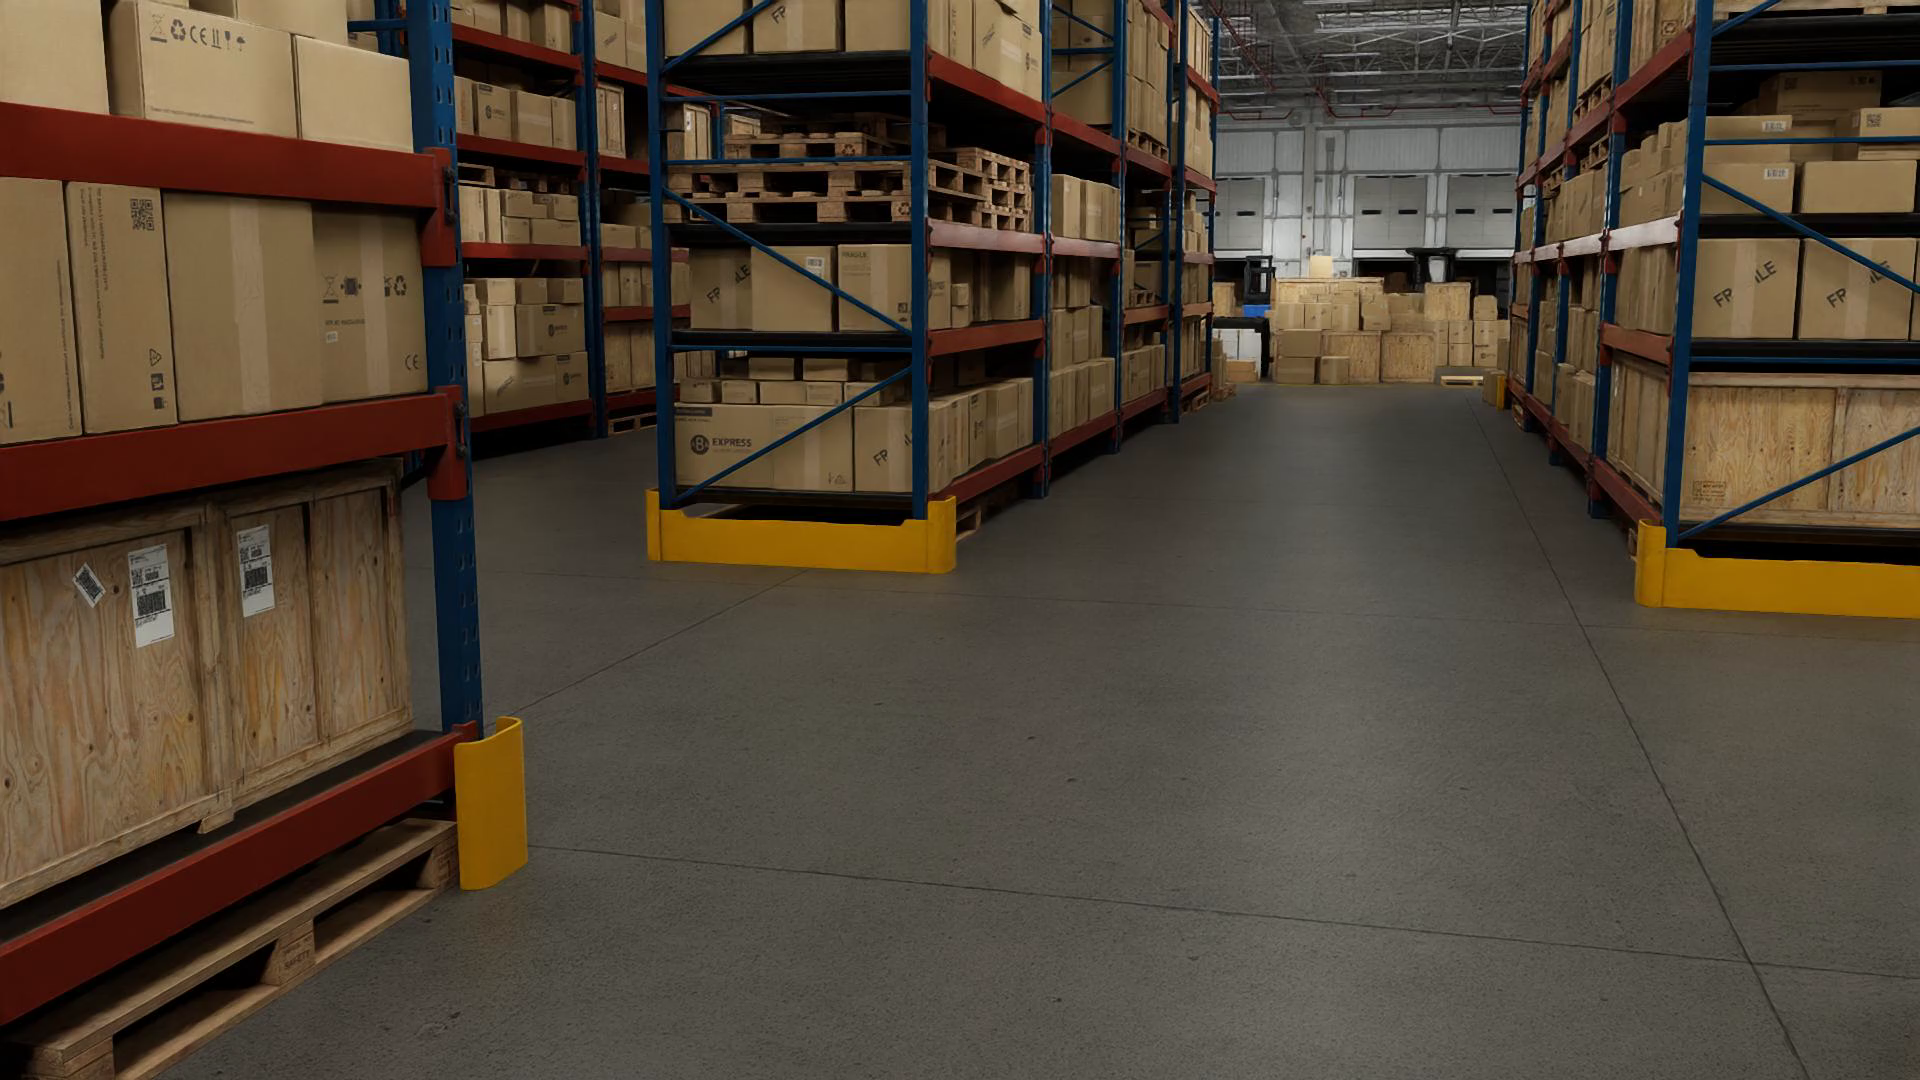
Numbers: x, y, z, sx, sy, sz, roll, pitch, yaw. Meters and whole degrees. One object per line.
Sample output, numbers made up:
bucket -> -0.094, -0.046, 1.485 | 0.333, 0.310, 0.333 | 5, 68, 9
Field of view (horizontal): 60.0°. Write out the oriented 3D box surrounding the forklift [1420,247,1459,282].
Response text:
forklift -> 12.539, -6.285, 43.706 | 1.129, 2.768, 1.873 | 6, 11, 34

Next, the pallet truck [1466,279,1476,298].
pallet truck -> 18.896, -8.459, 60.307 | 1.885, 1.965, 0.823 | 5, 10, 31

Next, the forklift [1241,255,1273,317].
forklift -> 10.551, -8.662, 58.805 | 1.129, 2.768, 1.873 | 2, 9, 15

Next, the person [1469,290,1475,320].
person -> 15.721, -6.927, 51.603 | 0.651, 1.680, 0.542 | 7, 11, 38
